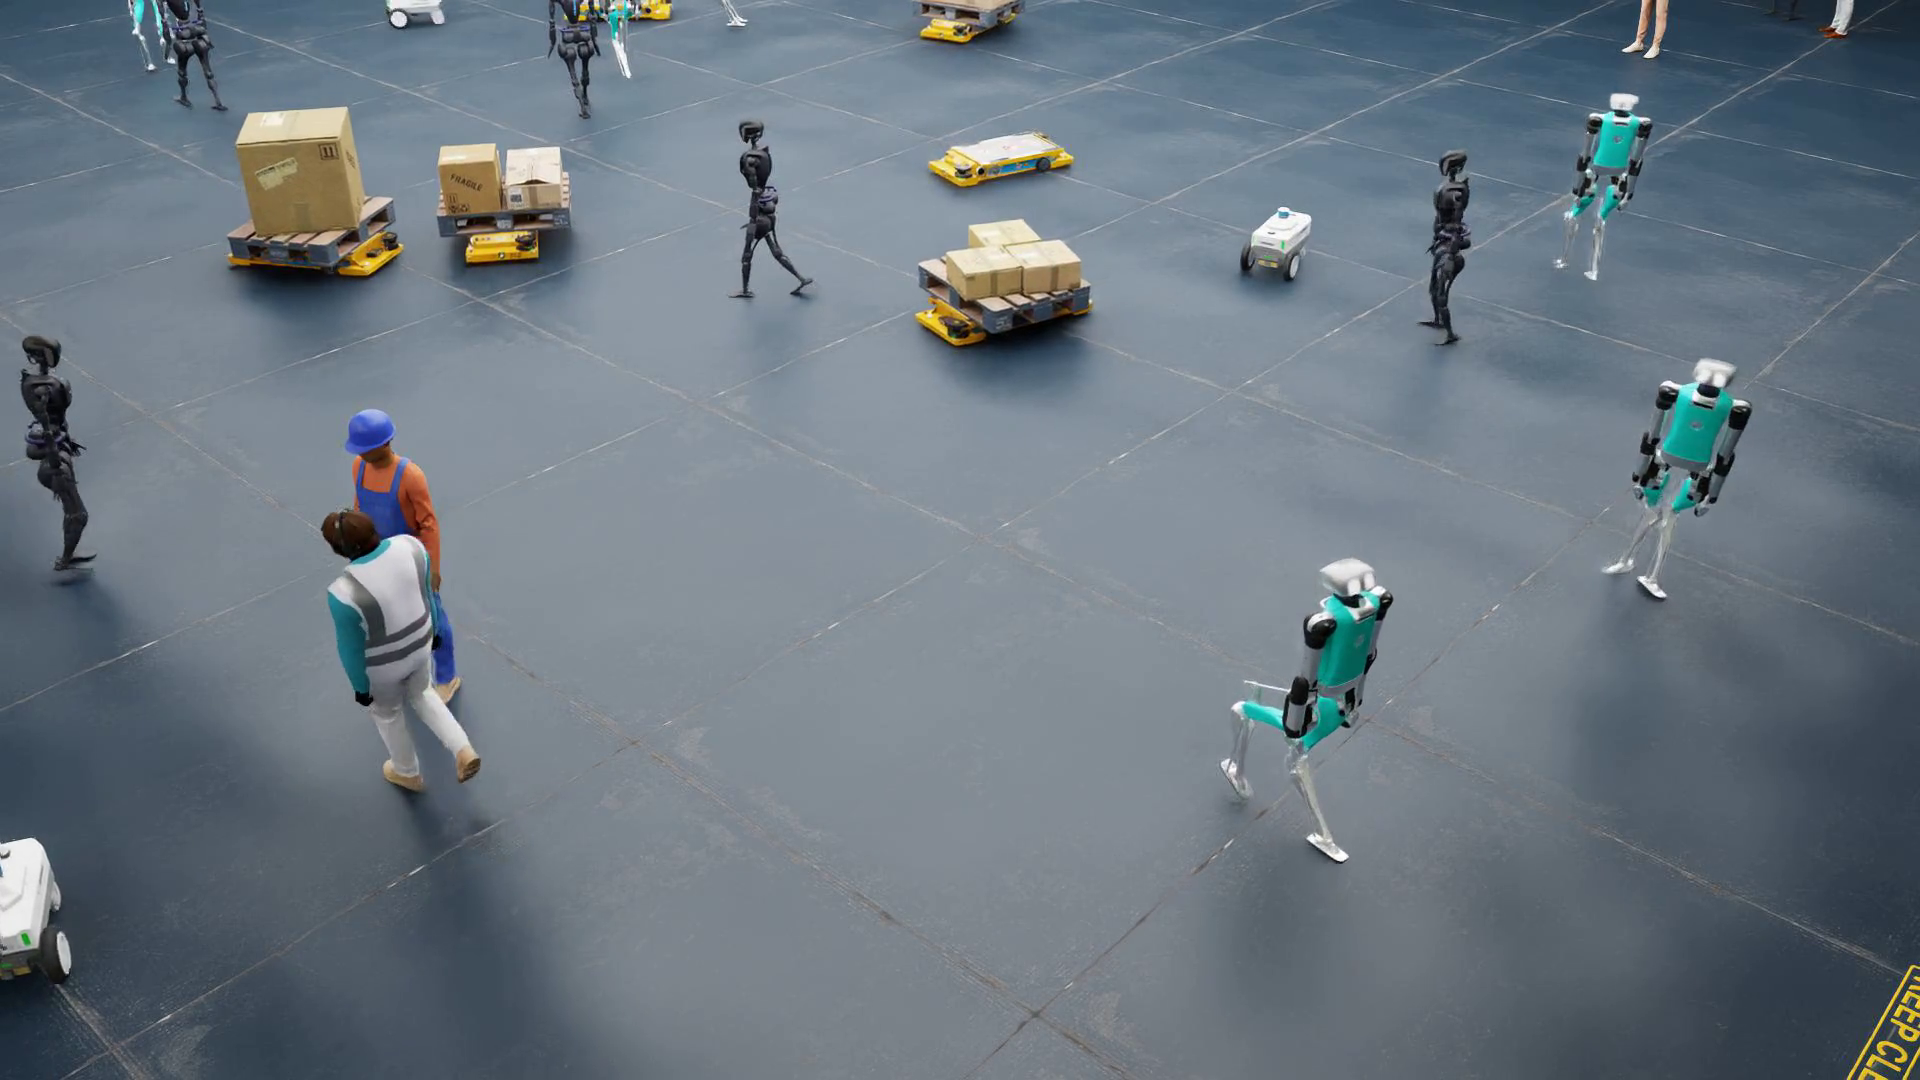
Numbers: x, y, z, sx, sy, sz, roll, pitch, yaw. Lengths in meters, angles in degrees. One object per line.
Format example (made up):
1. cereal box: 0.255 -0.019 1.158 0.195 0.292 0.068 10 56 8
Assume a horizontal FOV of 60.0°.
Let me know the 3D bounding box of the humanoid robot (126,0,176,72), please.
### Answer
1. humanoid robot: -10.006 -6.631 20.469 0.570 1.786 0.881 -9 33 -14

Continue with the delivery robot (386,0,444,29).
1. delivery robot: -7.432 -7.292 22.597 0.744 0.564 0.499 -11 33 -17

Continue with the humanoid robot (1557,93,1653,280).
1. humanoid robot: 5.759 -3.184 14.922 0.541 1.797 0.819 8 33 12

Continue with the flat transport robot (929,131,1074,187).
1. flat transport robot: 0.446 -4.054 17.682 1.431 0.231 0.659 -18 36 -26

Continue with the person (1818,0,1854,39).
1. person: 11.670 -7.529 21.816 0.369 1.823 0.495 7 32 11

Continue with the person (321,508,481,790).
1. person: -2.933 0.620 8.693 0.603 1.813 0.634 19 37 28

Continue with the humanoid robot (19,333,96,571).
1. humanoid robot: -5.837 -0.561 10.736 0.435 1.638 0.610 -11 33 -17

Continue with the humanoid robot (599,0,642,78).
1. humanoid robot: -4.234 -6.648 20.519 0.530 1.781 1.013 -10 33 -16

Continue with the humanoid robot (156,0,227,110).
1. humanoid robot: -8.941 -5.804 19.186 0.736 1.630 0.602 19 37 28

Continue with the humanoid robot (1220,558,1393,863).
1. humanoid robot: 1.697 0.765 8.582 0.531 1.775 1.018 -21 37 -30

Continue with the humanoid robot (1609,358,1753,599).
1. humanoid robot: 4.524 -0.427 10.457 0.626 1.780 0.850 16 35 24

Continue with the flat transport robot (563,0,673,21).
1. flat transport robot: -4.728 -7.374 23.028 1.431 0.231 0.659 -2 32 -3

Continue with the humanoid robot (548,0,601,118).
1. humanoid robot: -4.447 -5.730 19.075 0.600 1.632 0.757 -15 35 -23

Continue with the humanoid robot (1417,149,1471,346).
1. humanoid robot: 4.034 -2.426 13.739 0.386 1.639 0.625 0 32 -1

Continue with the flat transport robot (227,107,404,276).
1. flat transport robot: -6.012 -2.730 15.550 1.431 0.231 0.659 7 32 11

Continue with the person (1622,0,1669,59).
1. person: 8.828 -7.055 20.993 0.351 1.875 0.507 -18 36 -27

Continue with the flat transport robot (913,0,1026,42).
1. flat transport robot: 0.114 -7.003 22.431 0.659 0.231 1.431 17 36 26

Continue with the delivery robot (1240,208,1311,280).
1. delivery robot: 2.930 -2.751 15.321 0.525 0.604 0.775 18 36 26

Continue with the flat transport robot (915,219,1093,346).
1. flat transport robot: 0.390 -2.021 14.408 1.431 0.231 0.659 -19 36 -27

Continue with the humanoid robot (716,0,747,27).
1. humanoid robot: -3.076 -7.710 22.091 0.729 1.701 0.530 0 32 0

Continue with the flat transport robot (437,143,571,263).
1. flat transport robot: -4.356 -3.043 16.054 0.659 0.231 1.431 -6 32 -10

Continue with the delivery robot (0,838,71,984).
1. delivery robot: -4.586 1.792 7.990 0.499 0.587 0.769 -11 33 -17

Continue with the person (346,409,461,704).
1. person: -3.177 0.101 9.445 0.522 1.903 0.370 11 33 17

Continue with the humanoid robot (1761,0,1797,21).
1. humanoid robot: 11.320 -7.873 22.505 0.464 1.648 0.607 -7 32 -10

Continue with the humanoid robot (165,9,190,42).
1. humanoid robot: -10.337 -7.372 21.634 0.571 1.764 0.860 -11 33 -17

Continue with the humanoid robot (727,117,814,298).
1. humanoid robot: -1.701 -2.882 14.511 0.772 1.633 0.609 1 32 1
